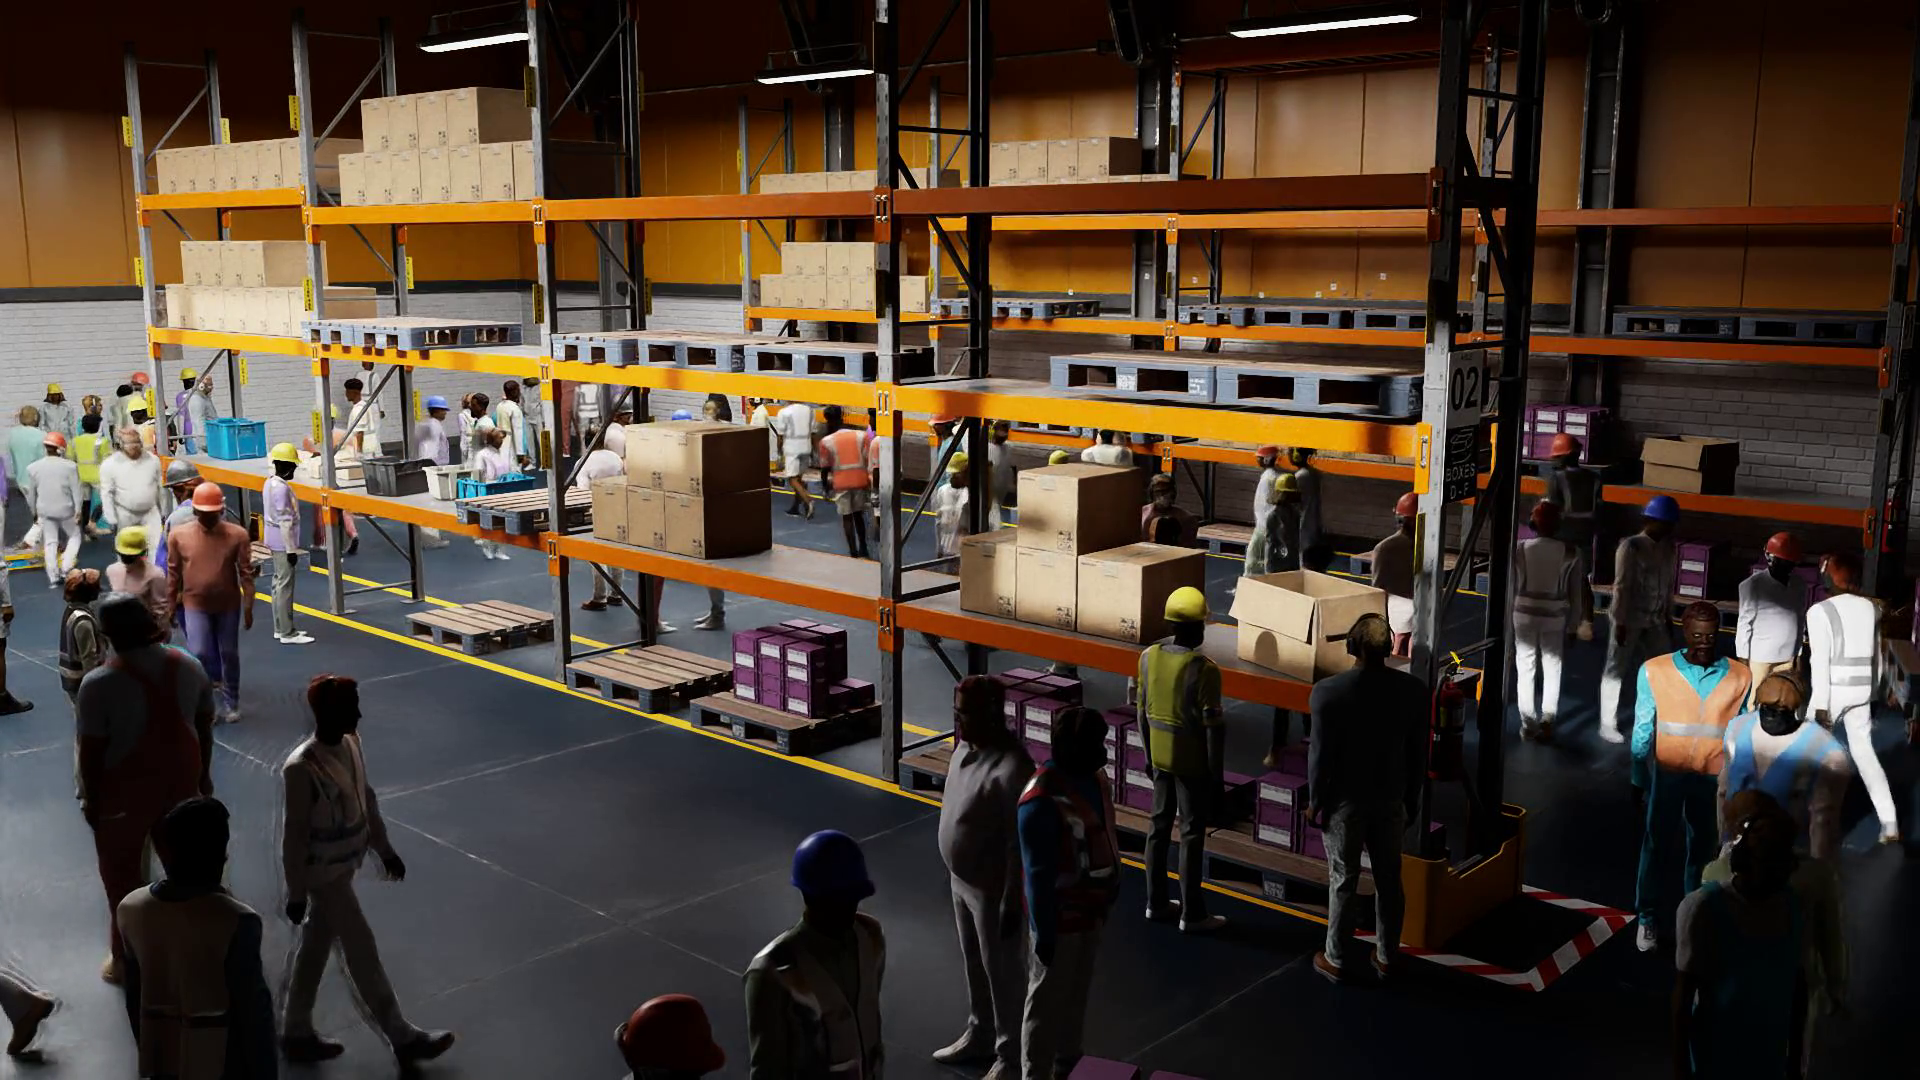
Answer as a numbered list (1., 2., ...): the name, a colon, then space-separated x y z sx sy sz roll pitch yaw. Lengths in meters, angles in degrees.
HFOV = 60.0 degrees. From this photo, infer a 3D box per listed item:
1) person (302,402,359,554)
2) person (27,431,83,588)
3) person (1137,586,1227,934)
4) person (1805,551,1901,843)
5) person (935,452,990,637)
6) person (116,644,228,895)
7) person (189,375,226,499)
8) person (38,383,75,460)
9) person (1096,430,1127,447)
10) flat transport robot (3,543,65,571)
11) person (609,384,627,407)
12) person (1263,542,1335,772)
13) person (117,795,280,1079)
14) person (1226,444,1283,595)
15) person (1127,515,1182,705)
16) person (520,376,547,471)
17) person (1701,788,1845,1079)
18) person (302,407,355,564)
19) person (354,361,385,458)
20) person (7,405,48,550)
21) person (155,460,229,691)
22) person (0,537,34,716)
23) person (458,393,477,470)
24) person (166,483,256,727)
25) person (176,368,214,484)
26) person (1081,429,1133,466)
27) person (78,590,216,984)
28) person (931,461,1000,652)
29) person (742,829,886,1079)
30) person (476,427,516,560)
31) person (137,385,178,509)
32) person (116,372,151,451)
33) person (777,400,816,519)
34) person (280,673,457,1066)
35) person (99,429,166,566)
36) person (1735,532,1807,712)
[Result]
1. person: -7.748 -0.766 20.463 0.891 1.895 0.585 9 13 41
2. person: -10.024 -0.344 18.478 0.599 1.734 0.388 -1 10 -6
3. person: 1.232 1.206 9.185 0.364 1.930 0.588 -9 13 -41
4. person: 5.708 1.010 10.593 0.594 1.844 0.820 -3 10 -16
5. person: 0.013 0.058 15.993 0.586 1.824 0.404 5 11 28
6. person: -4.524 1.243 9.423 0.952 1.785 0.564 8 13 37
7. person: -11.118 -1.491 24.548 0.400 1.893 0.657 -4 11 -20
8. person: -13.487 -1.477 24.885 0.487 1.744 0.294 -8 13 -39
9. person: 1.851 -0.713 20.038 0.370 1.929 0.585 6 12 30
10. flat transport robot: -11.162 0.239 19.342 1.431 0.197 0.652 -9 13 -41
11. person: -5.859 -2.258 28.612 0.498 1.989 0.779 -3 10 -16
12. person: 2.489 0.842 12.014 0.559 1.658 0.355 -3 10 -16
13. person: -2.604 1.827 5.750 0.588 1.904 0.392 4 11 19
14. person: 3.355 -0.216 17.845 0.871 1.717 0.582 5 11 25
15. person: 1.458 0.725 12.206 0.429 1.831 0.631 -10 14 -44
16. person: -7.205 -2.026 28.030 0.491 1.732 0.321 3 11 19
17. person: 3.266 1.802 6.726 0.611 1.613 0.319 4 11 23
18. person: -7.607 -0.678 19.974 0.597 1.883 0.900 -9 13 -40
19. person: -10.347 -2.312 29.208 0.575 1.884 0.355 4 11 22
20. person: -11.002 -0.643 19.719 0.678 1.897 0.594 4 11 21
21. person: -6.404 0.326 13.845 0.536 2.000 0.676 0 10 3
22. person: -7.840 0.456 13.409 0.544 1.938 0.356 4 11 24
23. person: -7.142 -1.322 24.301 0.307 1.641 0.513 2 10 12
24. person: -5.872 0.509 13.050 0.665 1.952 0.592 -4 11 -23
25. person: -11.773 -1.685 25.566 0.382 1.918 0.588 5 11 28
26. person: 1.630 -0.432 18.526 0.597 1.899 0.755 1 10 4
27. person: -4.238 1.242 8.668 0.537 2.000 0.722 6 12 31
28. person: 0.014 0.140 15.497 0.672 1.827 0.587 0 10 2
29. person: -0.436 1.866 5.401 0.405 1.948 0.605 7 12 36
30. person: -5.547 -0.549 19.974 0.365 1.623 0.512 6 12 32
31. person: -10.152 -0.930 20.951 0.685 2.000 0.538 10 14 43
32. person: -12.066 -1.485 24.398 0.638 1.948 0.964 1 10 4
33. person: -2.214 -1.232 22.955 0.613 1.940 0.821 -8 13 -38
34. person: -2.765 1.518 7.653 0.944 1.838 0.578 0 10 0
35. person: -8.736 -0.255 17.678 0.659 1.844 1.001 -8 13 -40
36. person: 5.867 0.800 12.004 0.566 1.743 0.346 -3 10 -16
